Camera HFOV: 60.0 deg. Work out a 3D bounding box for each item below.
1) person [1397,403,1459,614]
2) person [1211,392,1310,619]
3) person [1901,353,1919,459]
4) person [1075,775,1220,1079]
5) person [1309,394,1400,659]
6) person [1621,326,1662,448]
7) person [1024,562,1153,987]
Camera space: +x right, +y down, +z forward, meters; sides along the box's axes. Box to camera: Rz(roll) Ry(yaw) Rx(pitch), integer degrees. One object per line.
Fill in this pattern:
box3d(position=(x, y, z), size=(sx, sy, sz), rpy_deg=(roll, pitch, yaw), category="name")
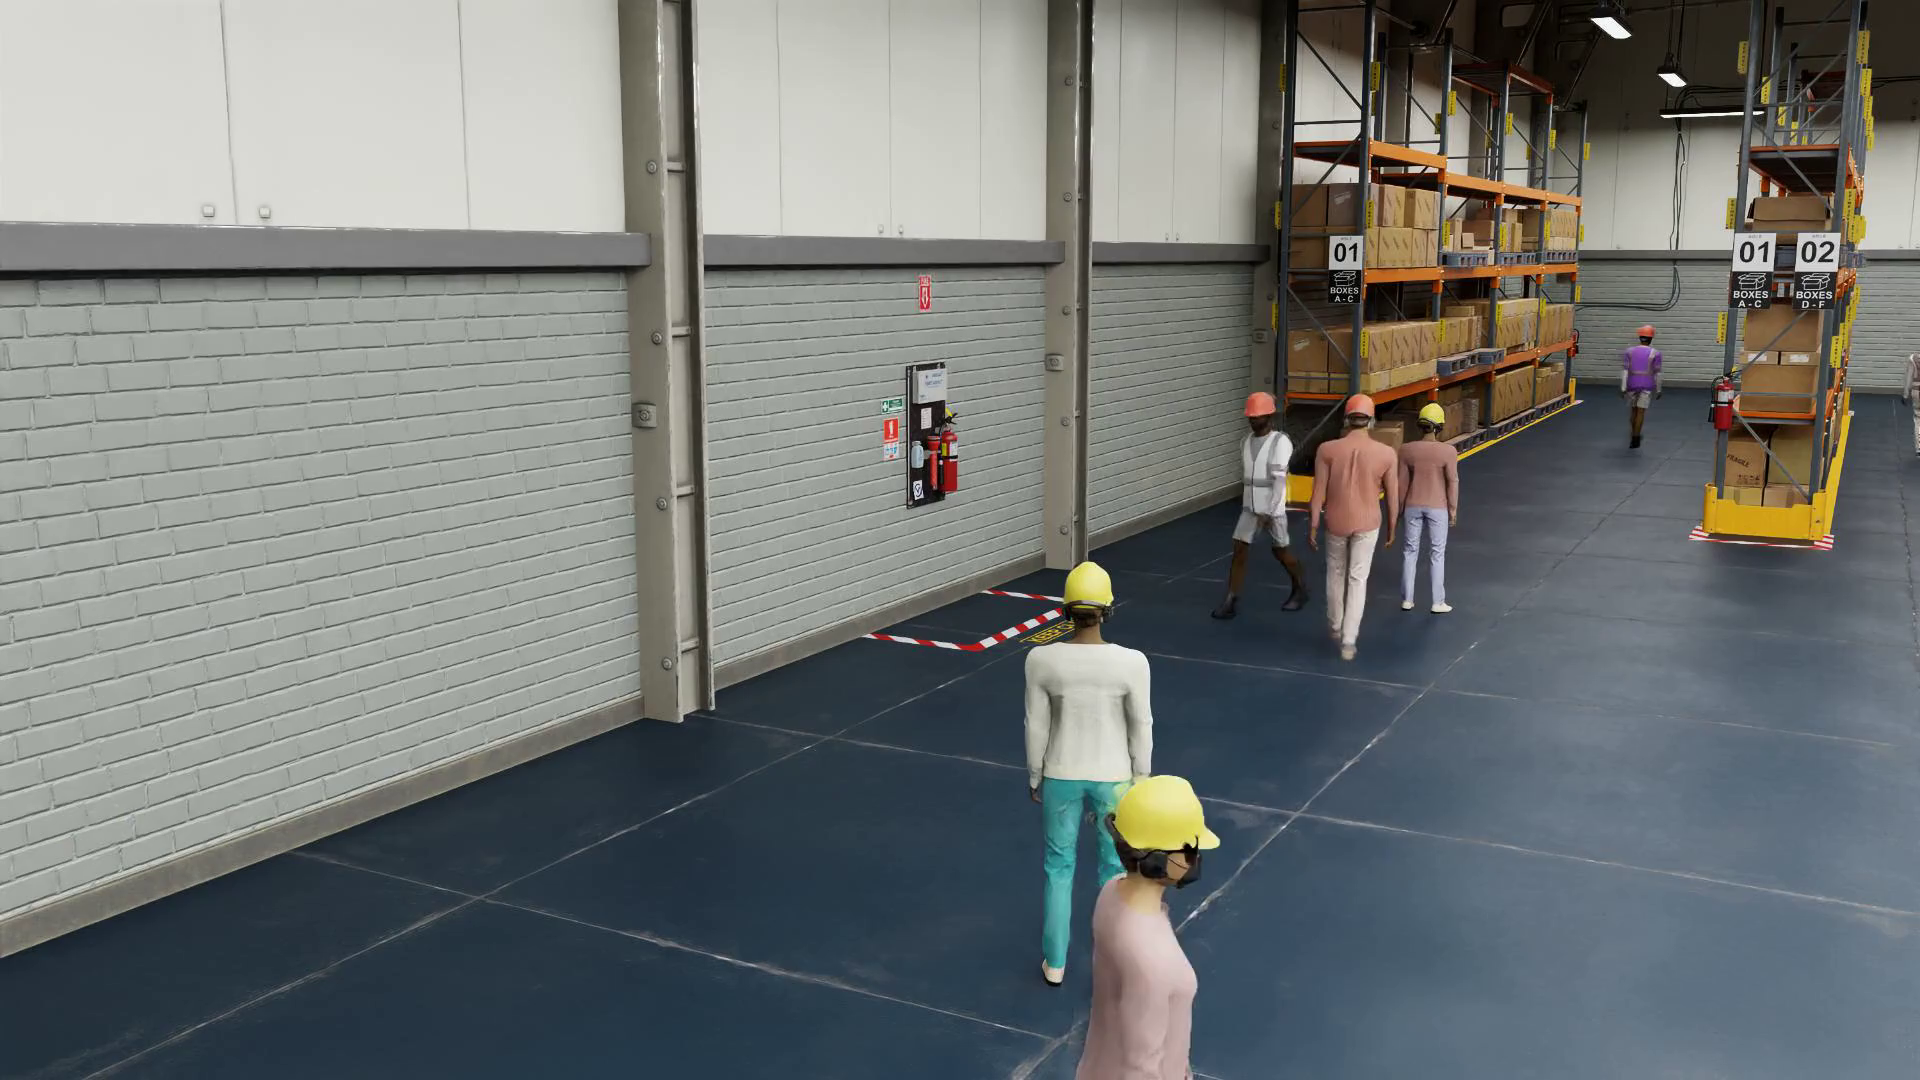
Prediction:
box3d(position=(3.927, -0.263, 13.980), size=(0.523, 1.769, 0.316), rpy_deg=(6, 12, 33), category="person")
box3d(position=(2.561, -0.296, 13.826), size=(0.954, 1.898, 0.540), rpy_deg=(-8, 13, -40), category="person")
box3d(position=(14.312, -2.140, 24.675), size=(0.588, 1.862, 0.646), rpy_deg=(4, 11, 23), category="person")
box3d(position=(0.463, 1.423, 4.251), size=(0.911, 1.721, 0.524), rpy_deg=(-1, 10, -8), category="person")
box3d(position=(3.006, -0.132, 12.660), size=(0.660, 1.945, 0.976), rpy_deg=(3, 10, 15), category="person")
box3d(position=(10.769, -2.414, 26.192), size=(0.565, 1.891, 0.952), rpy_deg=(7, 12, 35), category="person")
box3d(position=(0.522, 0.964, 6.788), size=(0.525, 1.772, 0.304), rpy_deg=(2, 10, 11), category="person")
